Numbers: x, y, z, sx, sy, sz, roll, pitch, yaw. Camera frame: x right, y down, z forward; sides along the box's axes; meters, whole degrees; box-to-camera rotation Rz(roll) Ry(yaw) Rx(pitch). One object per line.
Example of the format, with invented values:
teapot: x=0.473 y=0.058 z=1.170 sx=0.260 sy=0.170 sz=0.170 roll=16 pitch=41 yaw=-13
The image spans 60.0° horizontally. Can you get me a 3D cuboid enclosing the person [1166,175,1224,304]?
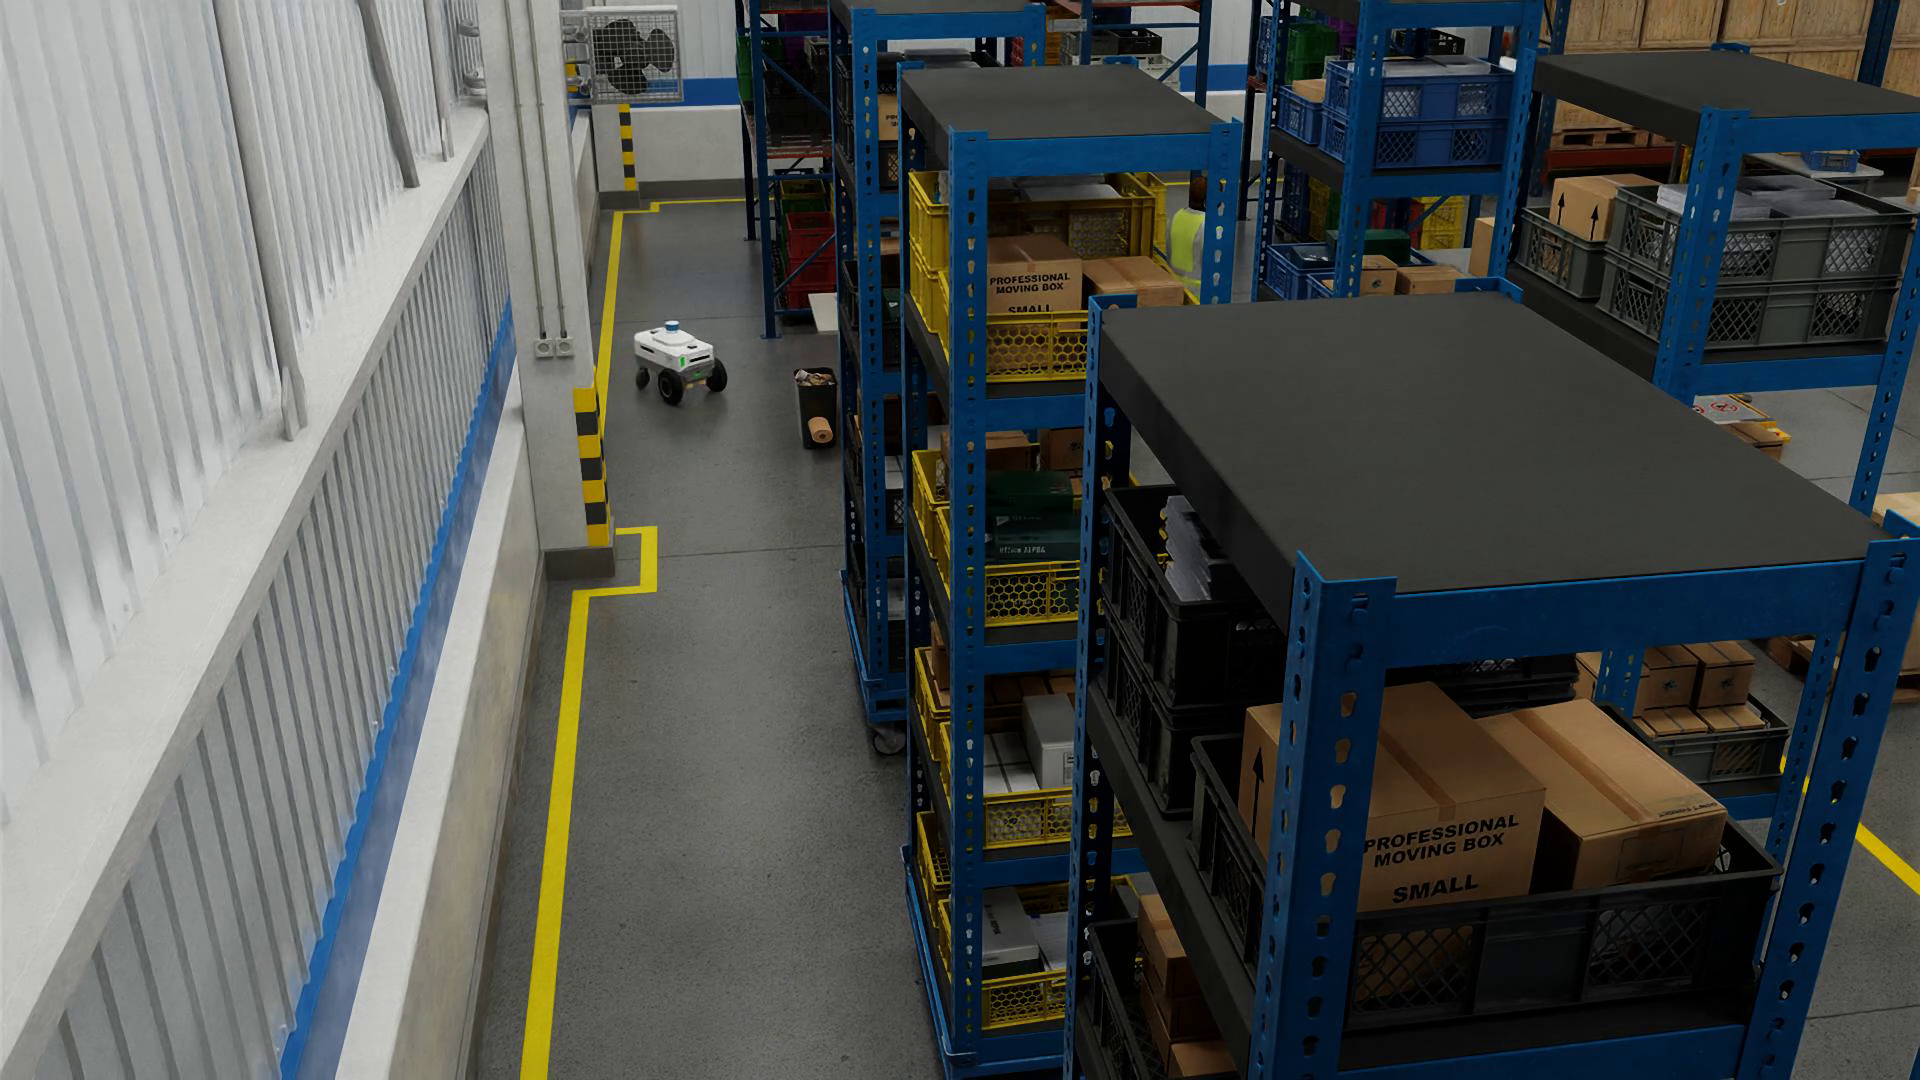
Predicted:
person: x=1.764 y=-1.762 z=12.232 sx=0.429 sy=1.844 sz=0.626 roll=-14 pitch=28 yaw=-27

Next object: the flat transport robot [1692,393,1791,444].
flat transport robot: x=5.224 y=-0.859 z=12.132 sx=1.431 sy=0.197 sz=0.652 roll=-4 pitch=25 yaw=-8

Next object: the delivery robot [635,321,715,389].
delivery robot: x=-2.237 y=-1.473 z=13.022 sx=0.477 sy=0.478 sz=0.707 roll=-21 pitch=32 yaw=-38

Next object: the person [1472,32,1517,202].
person: x=6.010 y=-4.752 z=18.699 sx=0.600 sy=1.866 sz=0.431 roll=-9 pitch=26 yaw=-19
